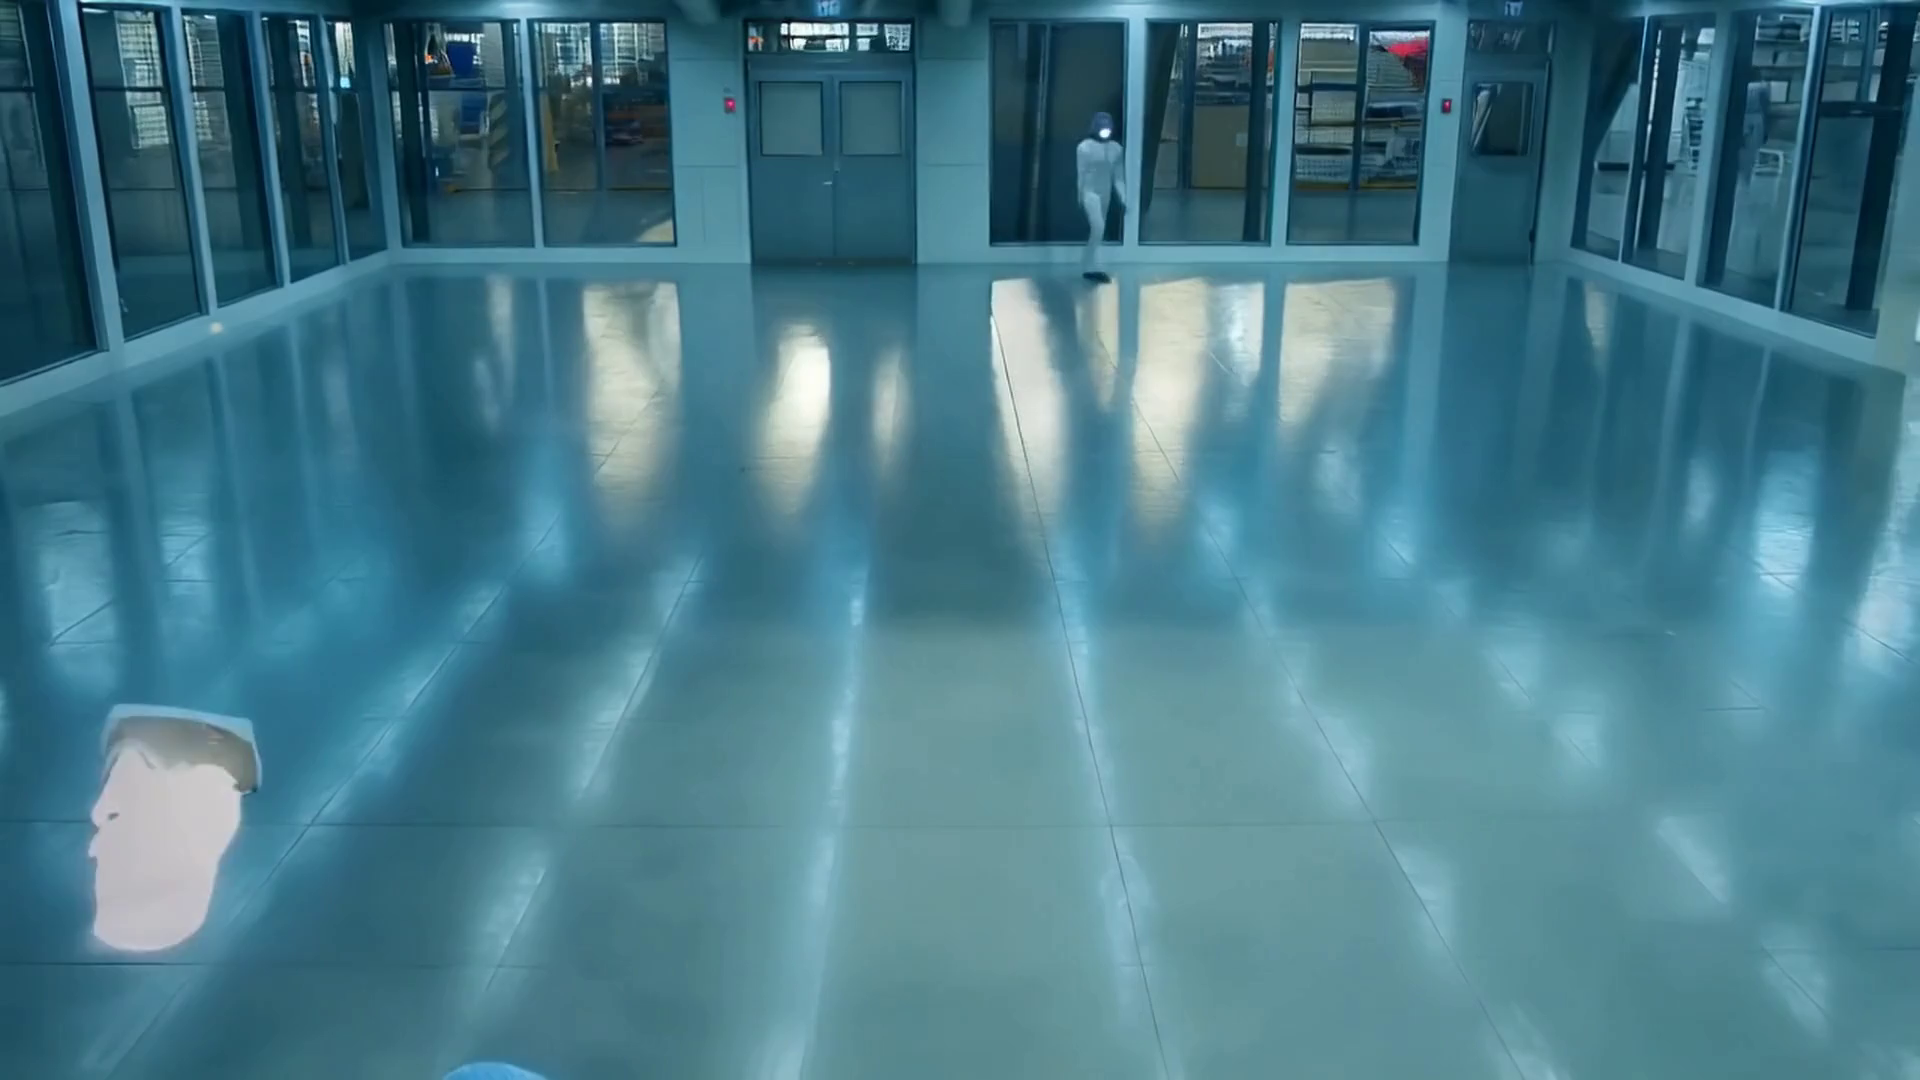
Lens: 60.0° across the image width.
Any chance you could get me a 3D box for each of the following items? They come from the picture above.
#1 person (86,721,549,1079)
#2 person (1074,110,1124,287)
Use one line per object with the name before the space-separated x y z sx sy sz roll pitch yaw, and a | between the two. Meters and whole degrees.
person | -0.462 0.906 1.093 0.528 1.869 0.313 -8 18 -25
person | 1.301 -3.133 15.303 0.568 1.586 0.724 -11 20 -34
